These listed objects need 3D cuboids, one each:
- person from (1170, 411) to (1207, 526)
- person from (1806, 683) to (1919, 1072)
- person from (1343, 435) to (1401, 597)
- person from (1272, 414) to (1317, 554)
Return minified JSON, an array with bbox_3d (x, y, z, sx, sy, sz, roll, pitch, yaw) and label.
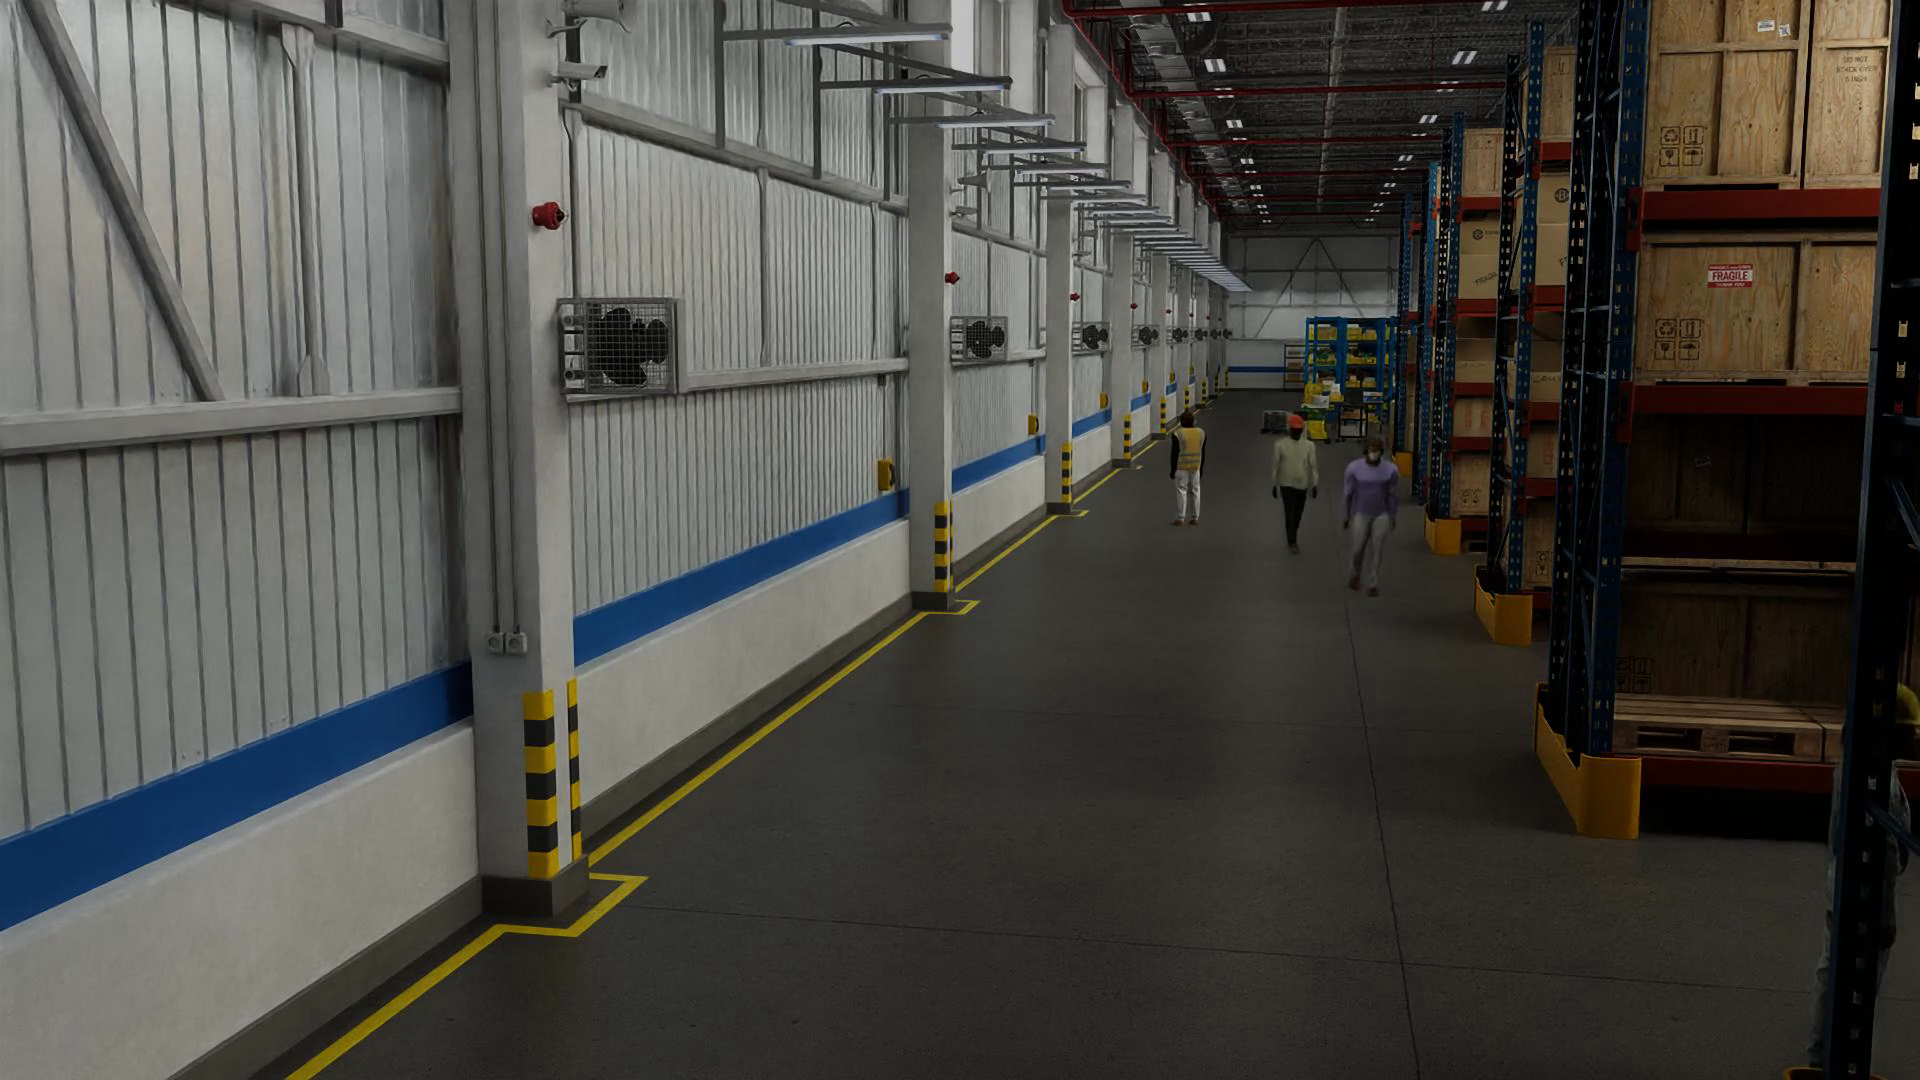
[{"bbox_3d":[3.631,-1.141,26.650,0.627,1.844,0.429,-3,8,-23],"label":"person"},{"bbox_3d":[3.595,1.416,6.576,0.324,1.740,0.492,1,7,10],"label":"person"},{"bbox_3d":[4.812,-0.278,19.470,0.637,1.917,0.463,1,7,6],"label":"person"},{"bbox_3d":[4.725,-0.809,23.532,0.622,1.966,0.929,0,7,-2],"label":"person"}]
